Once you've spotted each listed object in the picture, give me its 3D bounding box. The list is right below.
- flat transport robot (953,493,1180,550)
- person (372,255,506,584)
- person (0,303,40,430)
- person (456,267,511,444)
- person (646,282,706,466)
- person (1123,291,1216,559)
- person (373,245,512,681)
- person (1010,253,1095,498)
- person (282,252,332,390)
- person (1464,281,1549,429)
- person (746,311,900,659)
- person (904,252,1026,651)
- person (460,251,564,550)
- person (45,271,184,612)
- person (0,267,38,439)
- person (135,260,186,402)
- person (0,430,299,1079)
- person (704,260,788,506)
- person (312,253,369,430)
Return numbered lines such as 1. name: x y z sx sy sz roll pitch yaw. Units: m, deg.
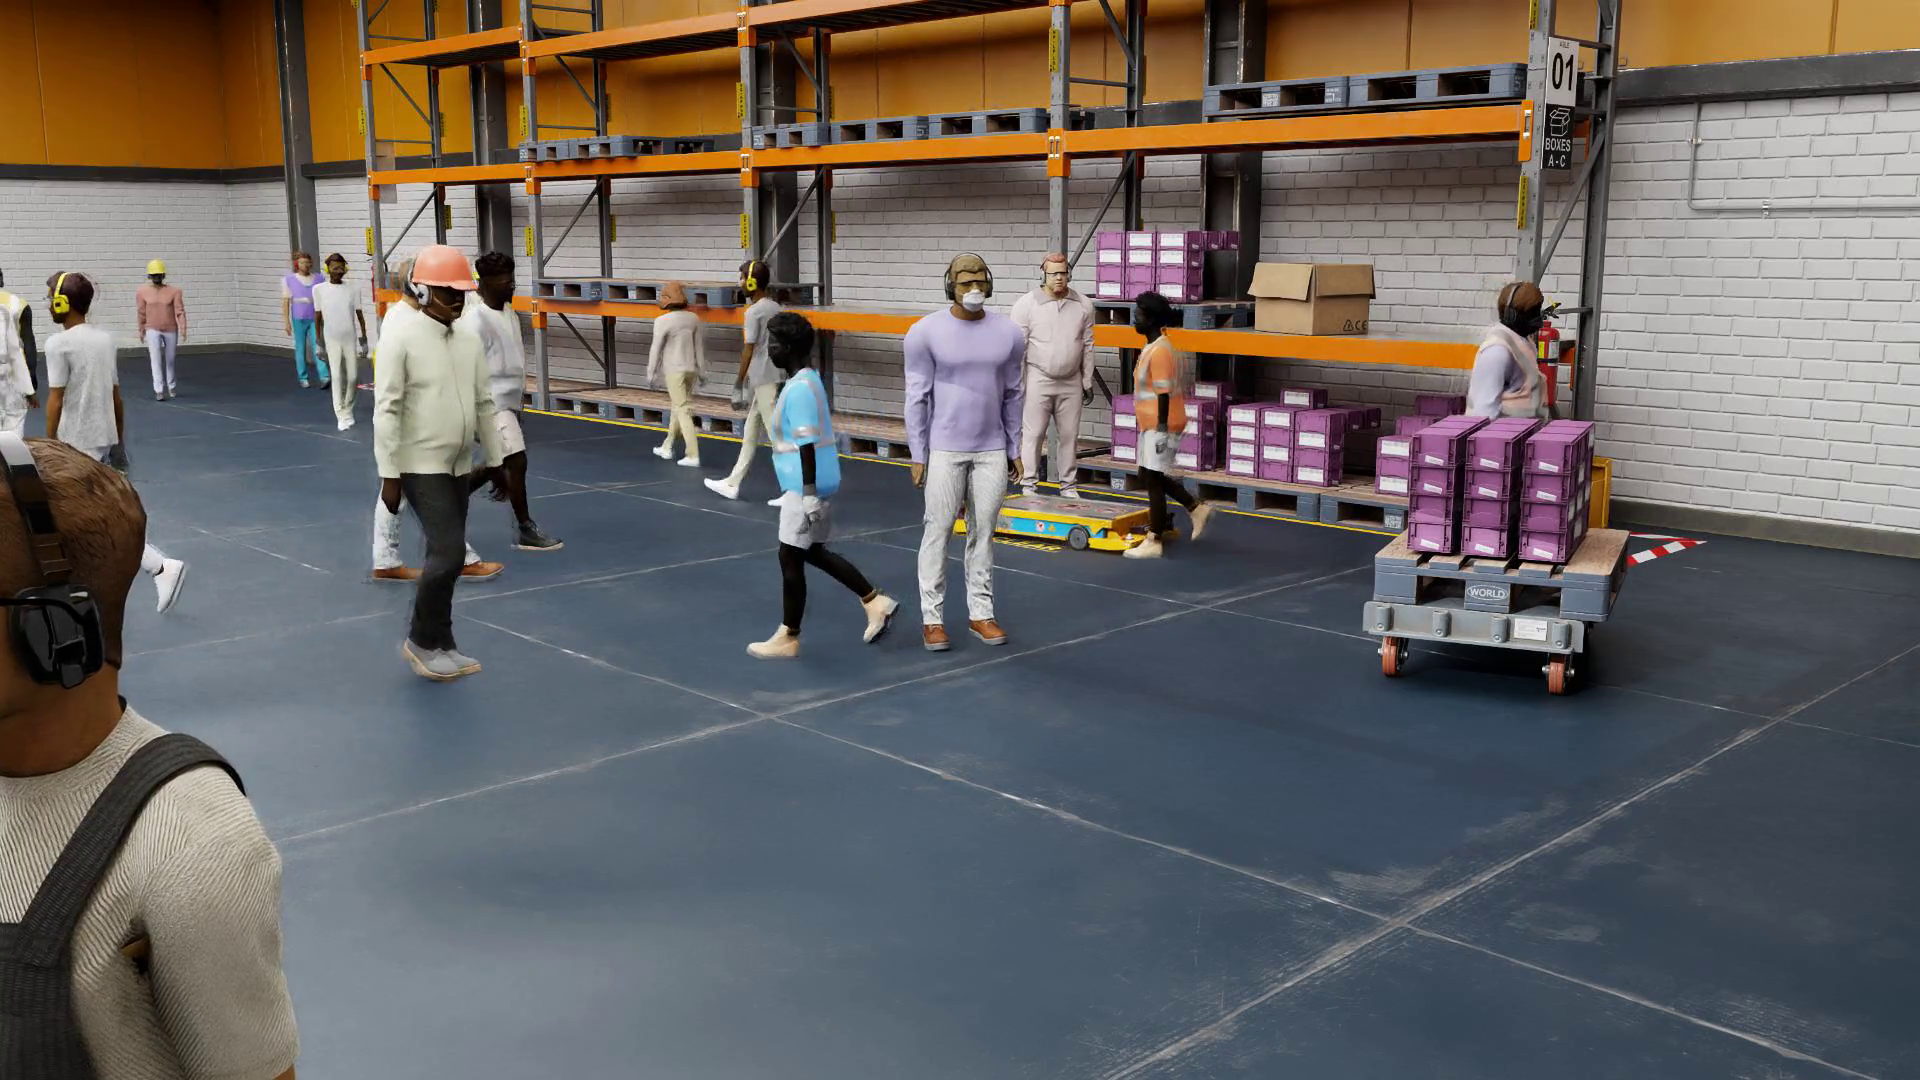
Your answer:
1. flat transport robot: 0.687 -0.138 11.125 1.431 0.197 0.652 7 13 35
2. person: -3.044 -0.681 9.635 0.881 1.895 0.617 -3 11 -14
3. person: -6.729 -1.032 11.661 0.877 1.850 0.595 2 11 12
4. person: -4.496 -1.767 15.888 0.915 1.788 0.607 8 13 37
5. person: -2.572 -1.467 14.711 0.777 1.597 0.527 8 13 36
6. person: 1.325 -0.714 10.411 0.537 1.684 0.537 0 10 -3
7. person: -2.340 -0.330 7.509 0.502 1.969 0.644 4 11 20
8. person: 0.690 -1.164 12.316 0.661 1.895 0.401 -4 11 -19
9. person: -8.535 -2.855 21.769 0.593 1.789 0.972 -8 13 -35
10. person: 2.903 -0.515 9.078 0.874 1.787 0.603 2 11 9
11. person: -0.654 -0.259 7.958 0.677 1.673 0.566 0 10 -1
12. person: 0.033 -0.431 8.174 0.629 1.939 0.374 -4 11 -21
13. person: -3.056 -0.892 10.729 0.917 1.934 0.617 2 11 9
14. person: -4.566 -0.498 8.815 0.786 1.845 0.525 0 10 2
15. person: -7.880 -1.358 13.559 0.639 1.830 0.595 -4 11 -20
16. person: -9.862 -2.592 20.552 0.528 1.721 0.877 -6 12 -28
17. person: -0.860 0.805 1.686 0.520 1.844 0.330 7 12 34
18. person: -1.564 -1.162 12.463 0.940 1.827 0.564 3 11 14
19. person: -6.522 -2.091 17.532 0.535 1.844 0.762 -5 12 -26
